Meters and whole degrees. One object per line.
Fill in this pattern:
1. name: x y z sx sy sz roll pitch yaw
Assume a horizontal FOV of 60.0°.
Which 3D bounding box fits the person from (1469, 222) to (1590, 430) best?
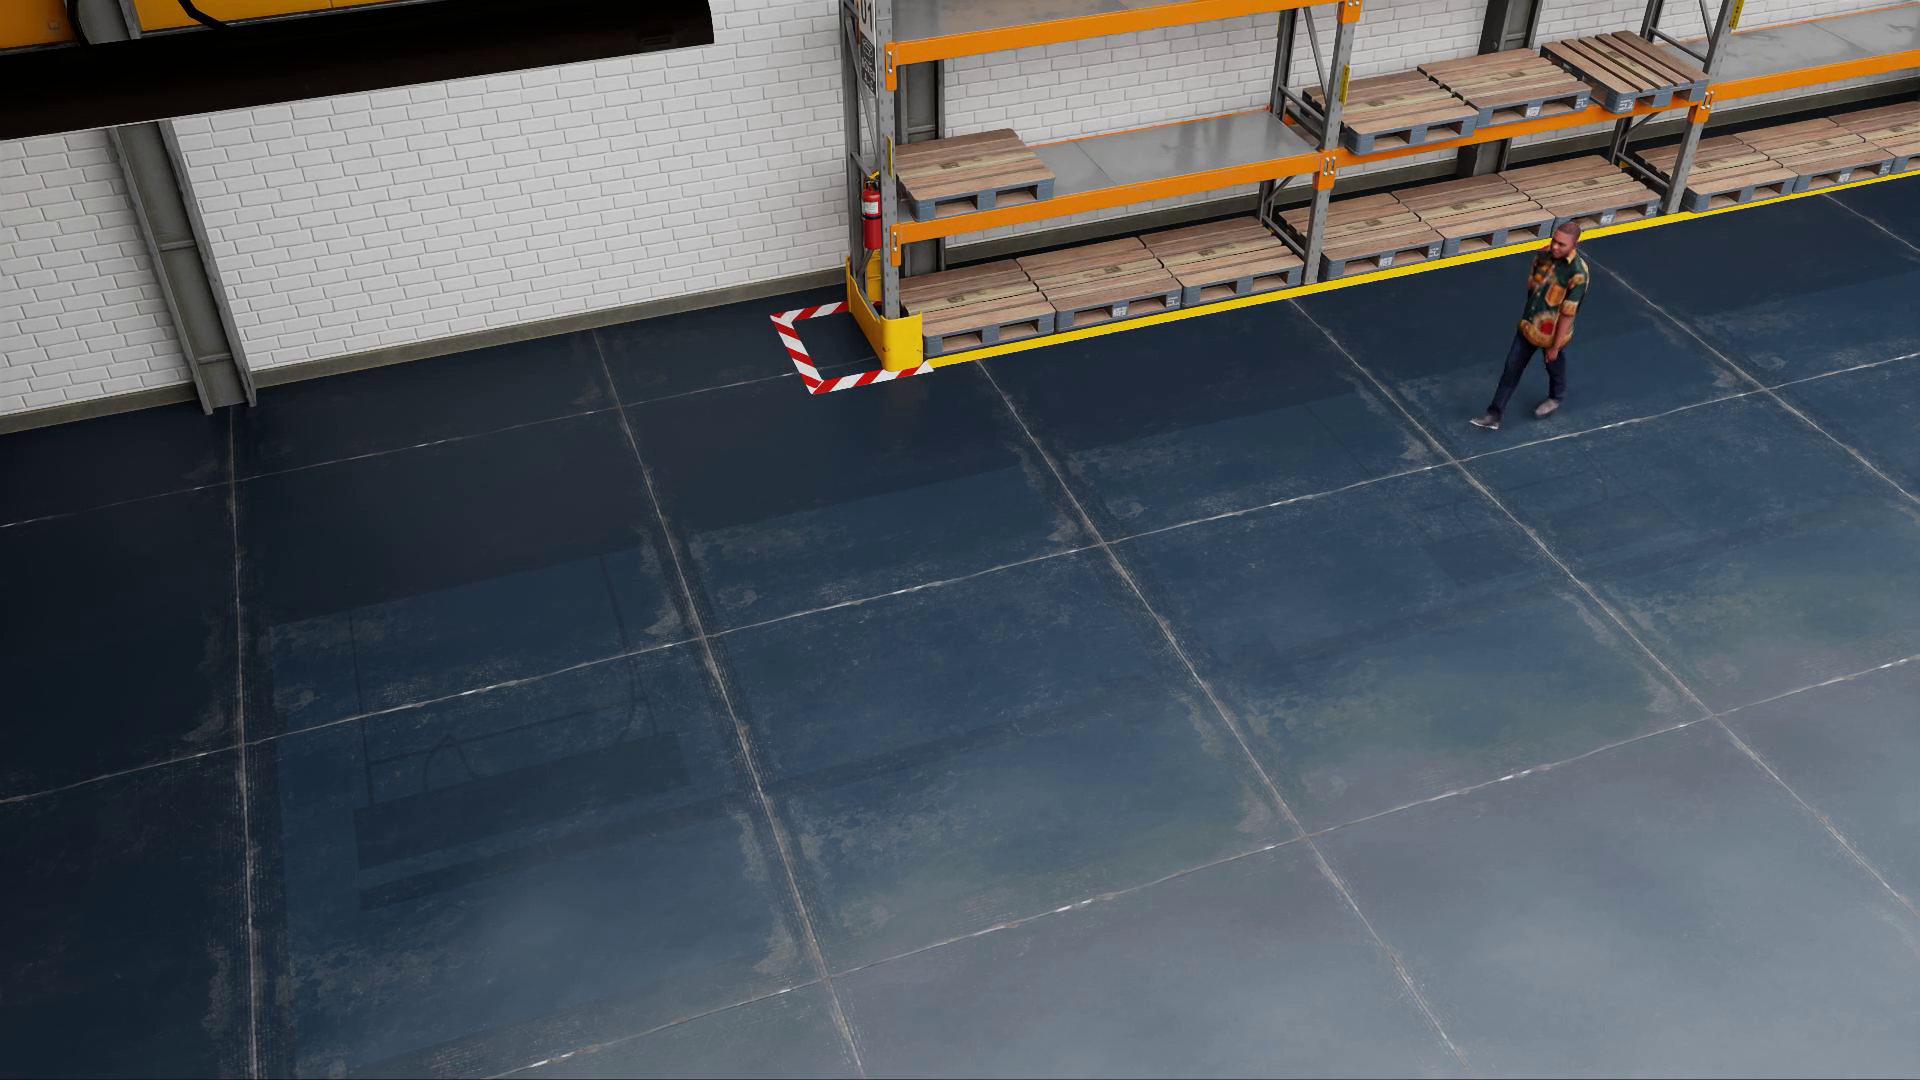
1. person: 4.614 -1.655 12.910 1.271 1.753 0.842 -21 43 -24
